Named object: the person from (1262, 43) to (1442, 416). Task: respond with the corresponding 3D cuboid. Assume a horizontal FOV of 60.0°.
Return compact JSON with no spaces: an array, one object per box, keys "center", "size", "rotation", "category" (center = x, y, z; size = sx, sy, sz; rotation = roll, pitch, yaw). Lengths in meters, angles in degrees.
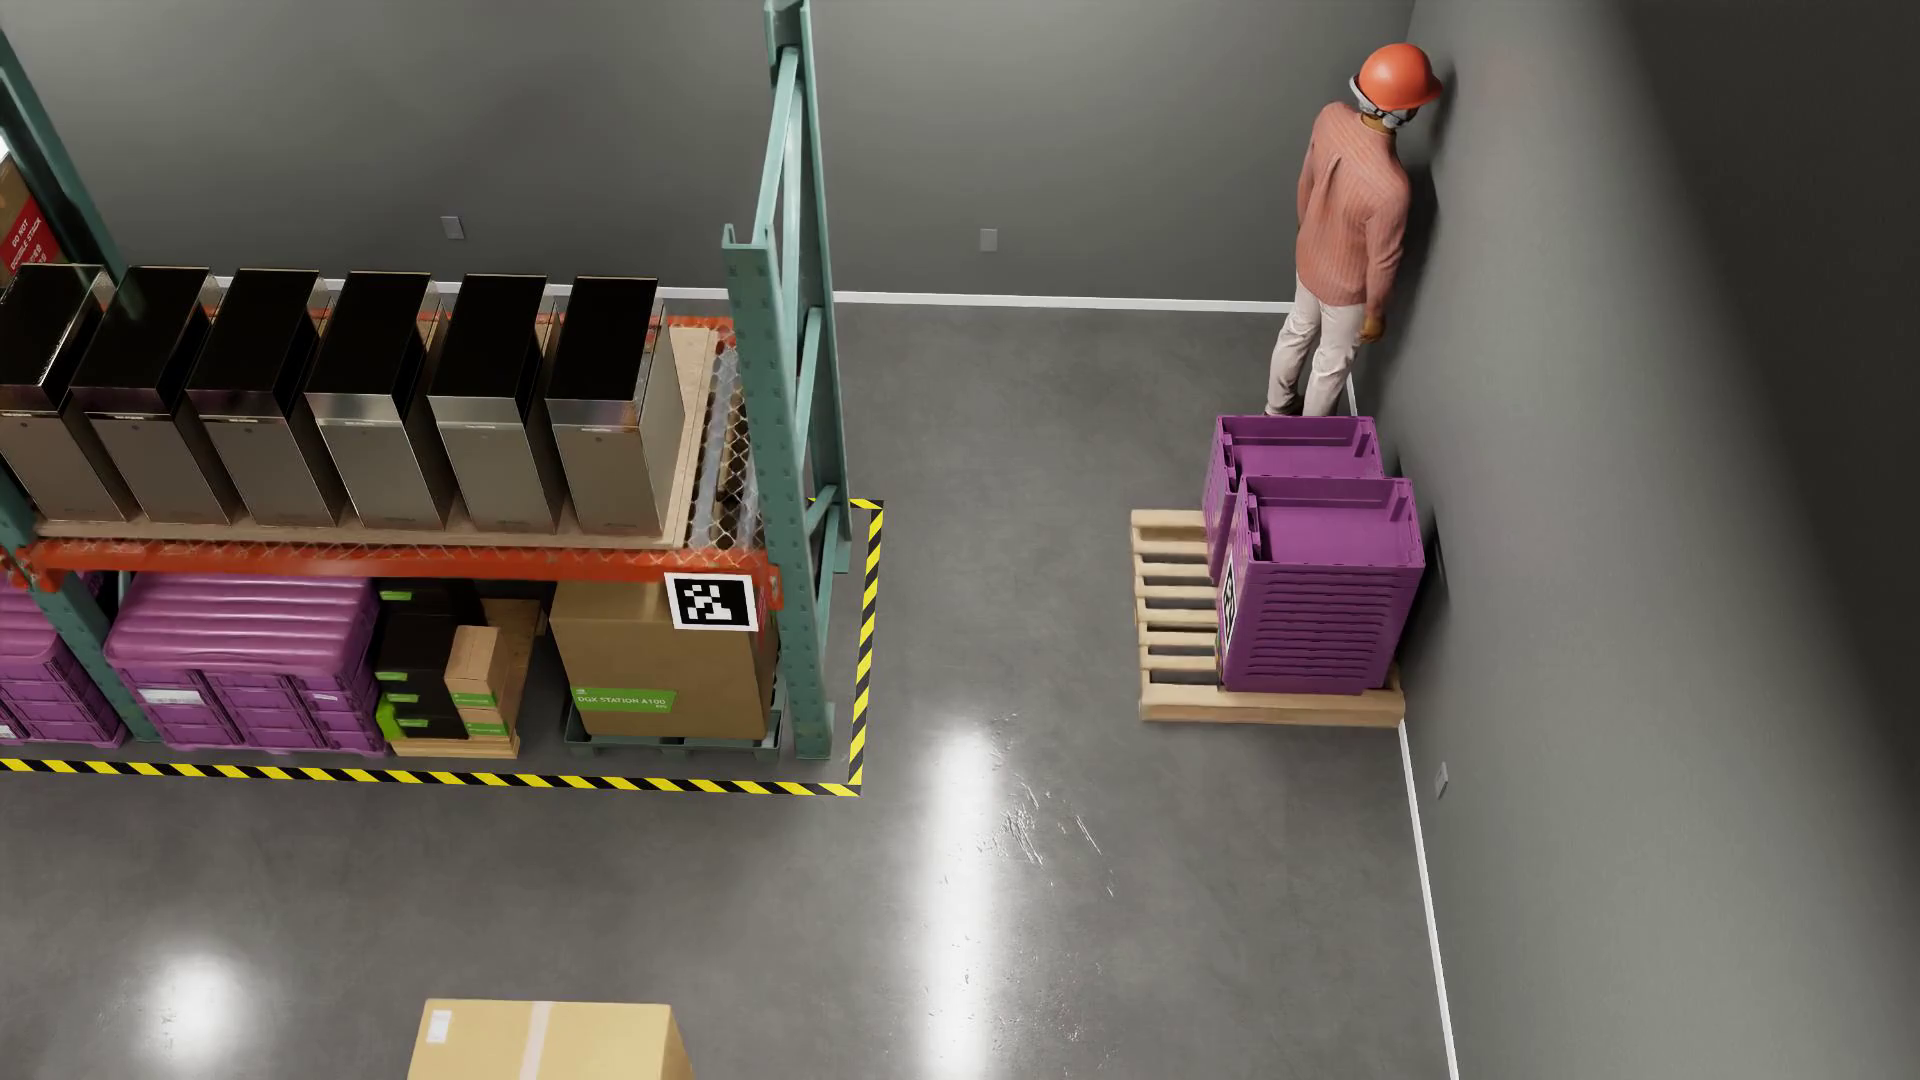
[{"center":[1.507,-1.068,6.498],"size":[0.389,1.996,0.612],"rotation":[-16,53,-12],"category":"person"}]
